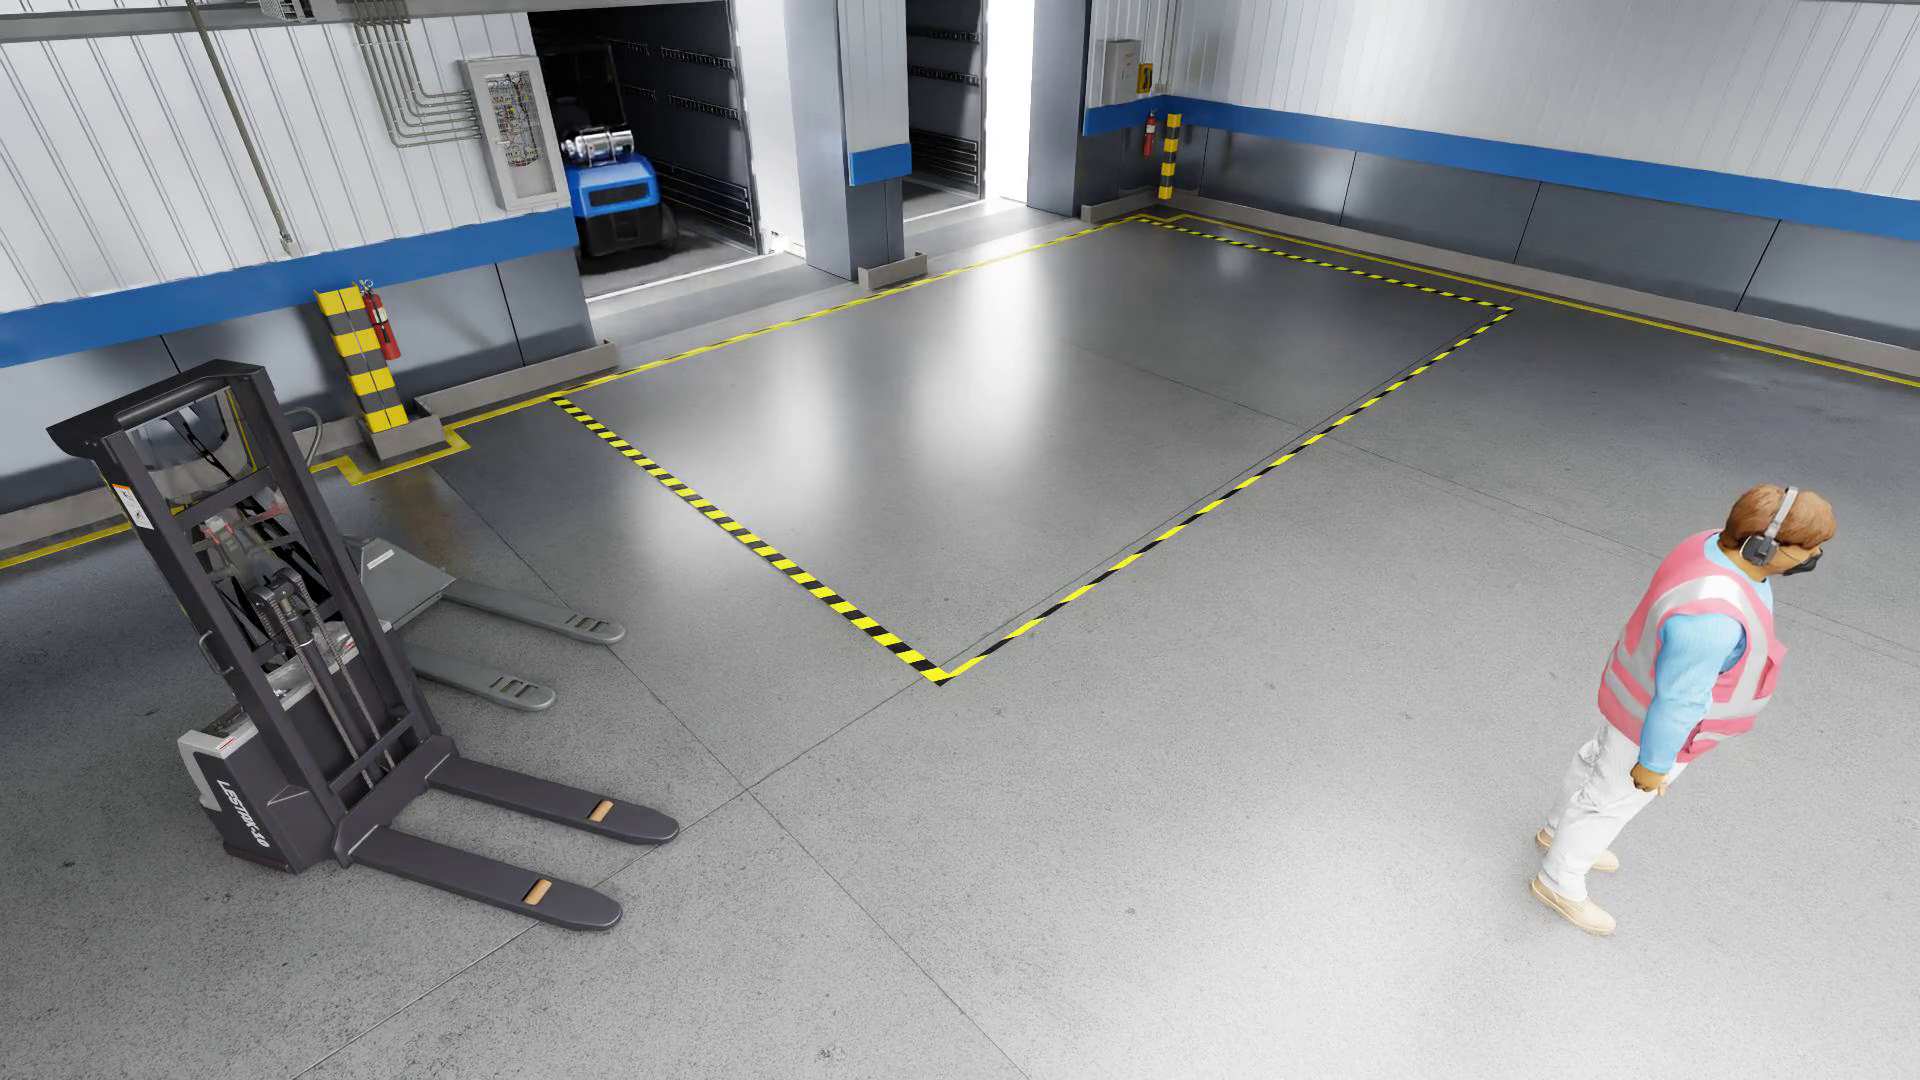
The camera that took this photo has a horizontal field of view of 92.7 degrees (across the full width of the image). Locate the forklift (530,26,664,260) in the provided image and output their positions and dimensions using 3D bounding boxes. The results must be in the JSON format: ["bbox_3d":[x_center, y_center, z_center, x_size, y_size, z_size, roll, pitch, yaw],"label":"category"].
[{"bbox_3d":[-4.467,-4.523,10.300,1.157,2.036,2.680,-26,42,-33],"label":"forklift"}]

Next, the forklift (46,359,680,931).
[{"bbox_3d":[-2.135,0.422,3.354,1.885,1.965,0.823,10,35,14],"label":"forklift"}]

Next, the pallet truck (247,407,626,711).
[{"bbox_3d":[-2.628,0.038,4.590,1.601,1.201,0.680,12,36,18],"label":"pallet truck"}]

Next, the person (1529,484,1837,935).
[{"bbox_3d":[2.460,0.615,3.208,0.429,1.844,0.624,21,40,28],"label":"person"}]
